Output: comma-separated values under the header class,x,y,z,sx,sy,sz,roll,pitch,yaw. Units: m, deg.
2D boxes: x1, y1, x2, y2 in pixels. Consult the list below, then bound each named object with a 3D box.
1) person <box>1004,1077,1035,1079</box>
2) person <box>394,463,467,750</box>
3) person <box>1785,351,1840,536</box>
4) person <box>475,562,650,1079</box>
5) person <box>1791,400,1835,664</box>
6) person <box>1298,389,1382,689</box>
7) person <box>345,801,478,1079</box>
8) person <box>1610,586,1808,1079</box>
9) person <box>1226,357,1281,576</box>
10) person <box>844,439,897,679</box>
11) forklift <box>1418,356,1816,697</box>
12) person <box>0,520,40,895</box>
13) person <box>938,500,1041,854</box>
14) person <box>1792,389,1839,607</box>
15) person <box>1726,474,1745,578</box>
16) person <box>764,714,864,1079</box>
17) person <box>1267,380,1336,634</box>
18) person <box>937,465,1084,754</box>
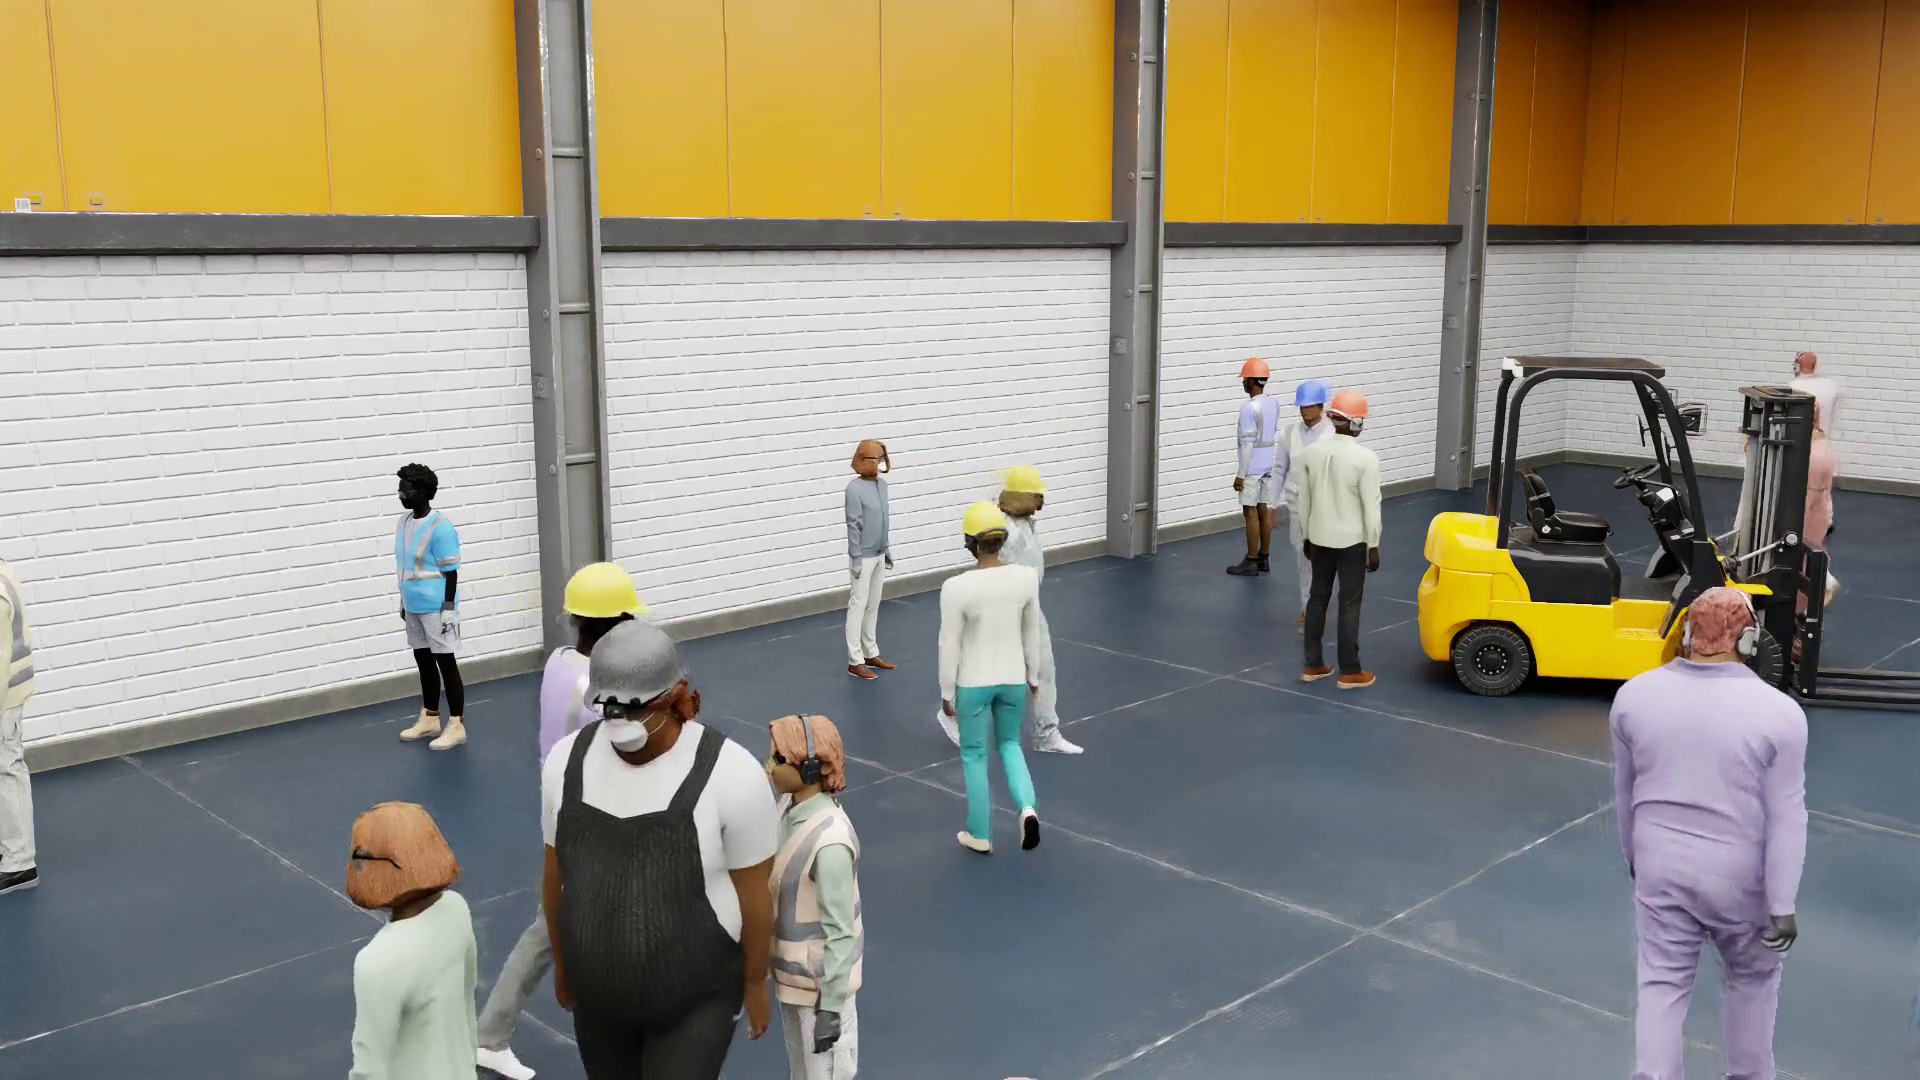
class,x,y,z,sx,sy,sz,roll,pitch,yaw
person,-0.050,1.661,2.032,0.619,2.008,1.022,6,12,31
person,-3.129,0.387,9.773,0.540,1.695,0.317,9,14,40
person,8.579,-0.986,16.858,0.633,1.857,1.021,0,10,0
person,-1.347,1.004,5.890,0.952,1.888,0.593,-7,12,-33
person,5.832,-0.063,11.683,0.464,1.889,0.678,4,11,23
person,2.553,-0.010,11.126,0.396,1.991,0.622,-9,14,-40
person,-1.302,1.451,4.211,0.651,1.616,0.503,1,10,7
person,2.505,1.078,5.515,0.797,1.870,0.657,-10,14,-42
person,2.596,-0.646,14.747,0.354,1.939,0.545,8,13,36
person,-0.615,0.119,11.402,0.278,1.634,0.498,5,11,25
forklift,4.276,-0.101,11.076,2.313,2.155,1.214,2,11,13
person,-4.470,0.712,7.639,0.404,1.829,0.588,-6,12,-30
person,0.160,0.683,7.983,0.545,1.751,0.479,-5,11,-24
person,6.606,-0.295,13.173,0.804,1.819,0.631,-3,11,-18
person,5.900,-0.074,12.524,0.745,1.605,0.495,9,14,41
person,-0.438,1.306,4.917,0.306,1.640,0.522,-4,11,-22
person,2.602,-0.239,12.564,0.657,1.916,0.775,8,13,37
person,0.282,0.405,9.639,0.816,1.712,0.493,3,11,17
